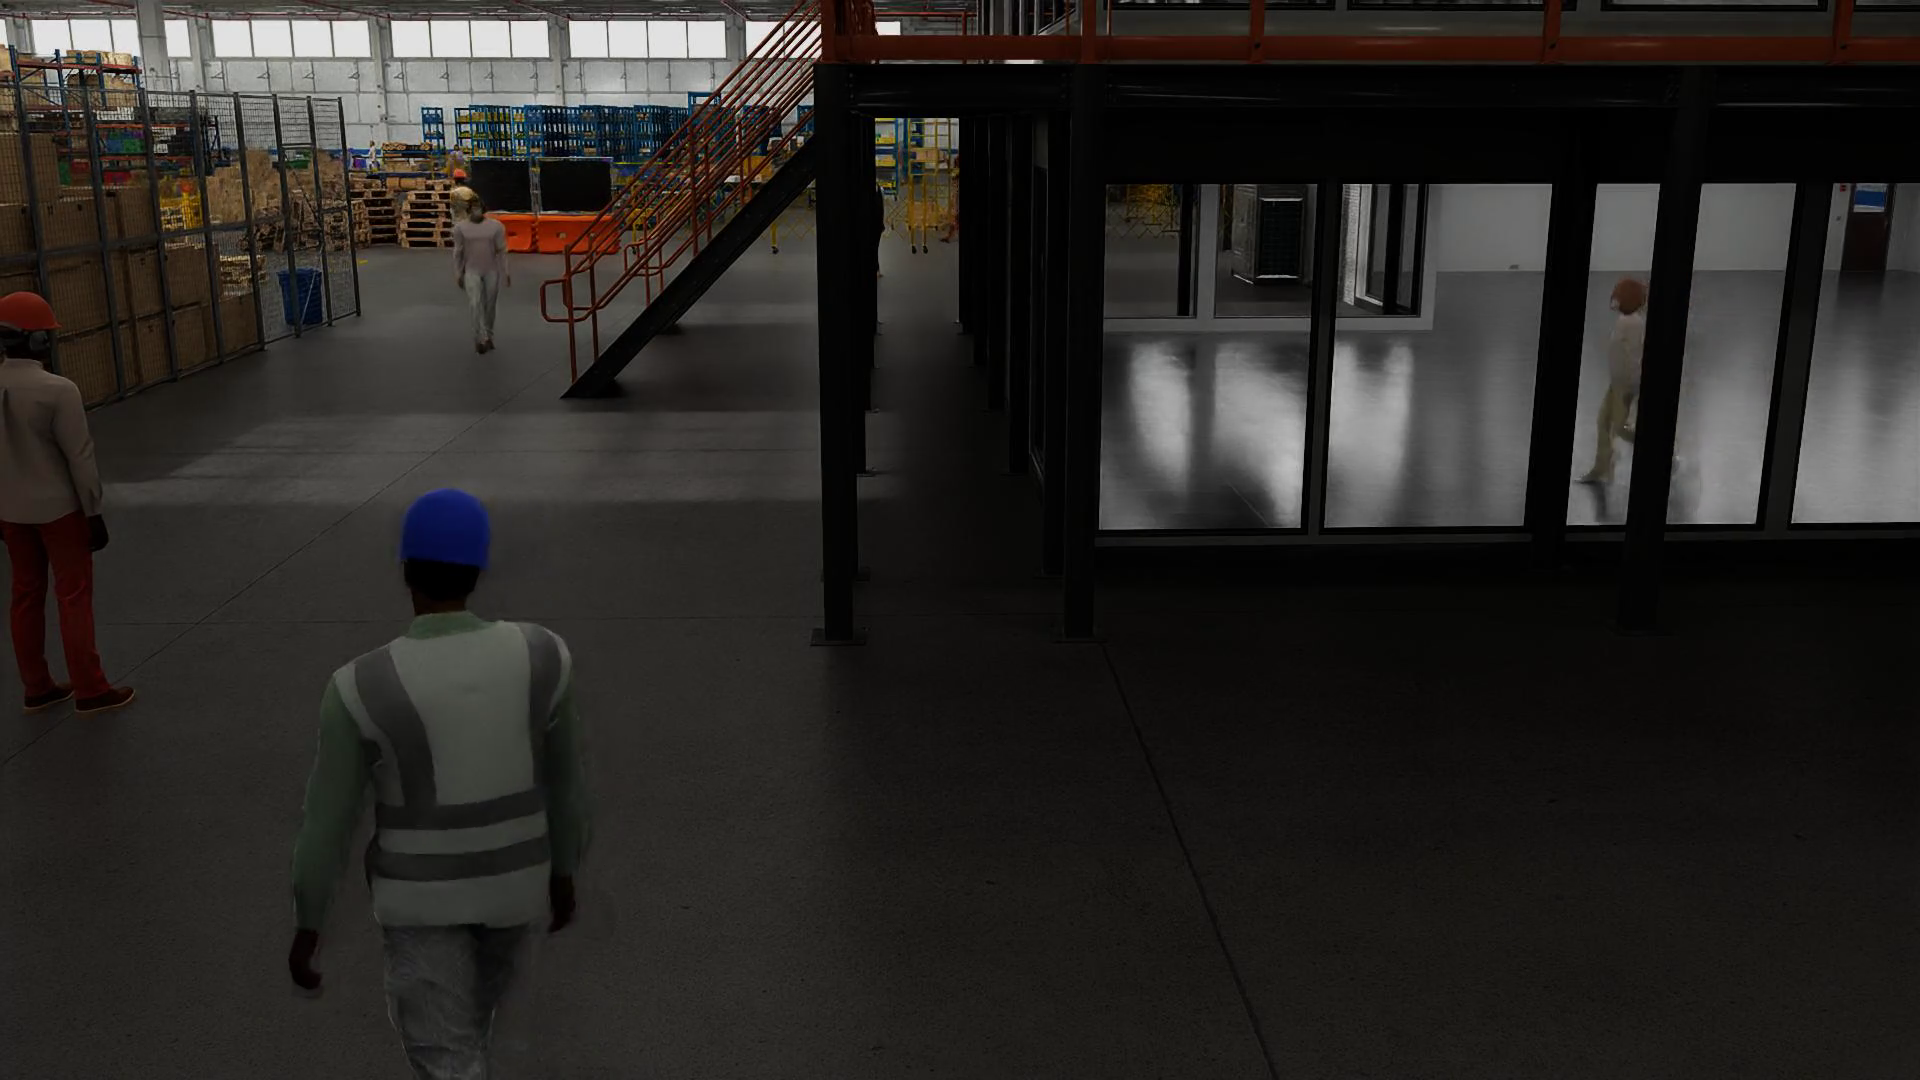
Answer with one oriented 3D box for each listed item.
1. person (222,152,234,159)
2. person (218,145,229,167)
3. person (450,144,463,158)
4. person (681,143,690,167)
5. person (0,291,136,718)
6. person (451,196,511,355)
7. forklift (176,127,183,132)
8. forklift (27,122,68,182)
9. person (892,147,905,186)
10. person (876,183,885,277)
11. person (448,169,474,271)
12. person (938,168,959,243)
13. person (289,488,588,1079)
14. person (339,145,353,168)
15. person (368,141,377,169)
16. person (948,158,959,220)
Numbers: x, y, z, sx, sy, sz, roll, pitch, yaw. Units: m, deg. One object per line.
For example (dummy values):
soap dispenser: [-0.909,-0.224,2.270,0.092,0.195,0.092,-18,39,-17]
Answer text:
person: [-29.113,-14.665,66.436,0.605,1.657,0.384,-1,14,-2]
person: [-29.371,-14.823,66.568,0.694,1.908,0.629,4,15,16]
person: [-22.567,-16.826,74.680,0.567,1.846,0.389,-6,15,-24]
person: [-13.188,-18.233,80.355,0.621,1.815,0.424,-1,14,-5]
person: [-4.244,-0.150,7.730,0.622,1.992,0.386,3,14,13]
person: [-5.805,-3.217,20.212,0.648,1.889,1.018,-5,15,-20]
forklift: [-35.936,-17.791,76.438,1.873,2.768,1.129,-1,14,-2]
forklift: [-35.376,-14.773,64.377,1.129,2.768,1.873,-1,14,-2]
person: [-2.868,-16.950,75.024,1.021,1.915,0.627,-9,17,-33]
person: [-1.631,-5.776,30.122,0.676,2.000,0.536,-8,16,-30]
person: [-9.398,-6.016,31.328,0.416,1.915,0.566,8,16,29]
person: [-0.060,-7.828,38.969,0.909,1.716,0.543,-3,14,-12]
person: [-1.196,0.851,3.945,0.704,1.898,0.794,-9,16,-31]
person: [-27.434,-16.758,74.436,0.586,1.834,0.403,2,14,7]
person: [-29.815,-19.303,84.458,0.409,1.907,0.650,-4,15,-17]
person: [0.066,-9.925,47.217,1.054,1.803,0.521,2,14,9]
